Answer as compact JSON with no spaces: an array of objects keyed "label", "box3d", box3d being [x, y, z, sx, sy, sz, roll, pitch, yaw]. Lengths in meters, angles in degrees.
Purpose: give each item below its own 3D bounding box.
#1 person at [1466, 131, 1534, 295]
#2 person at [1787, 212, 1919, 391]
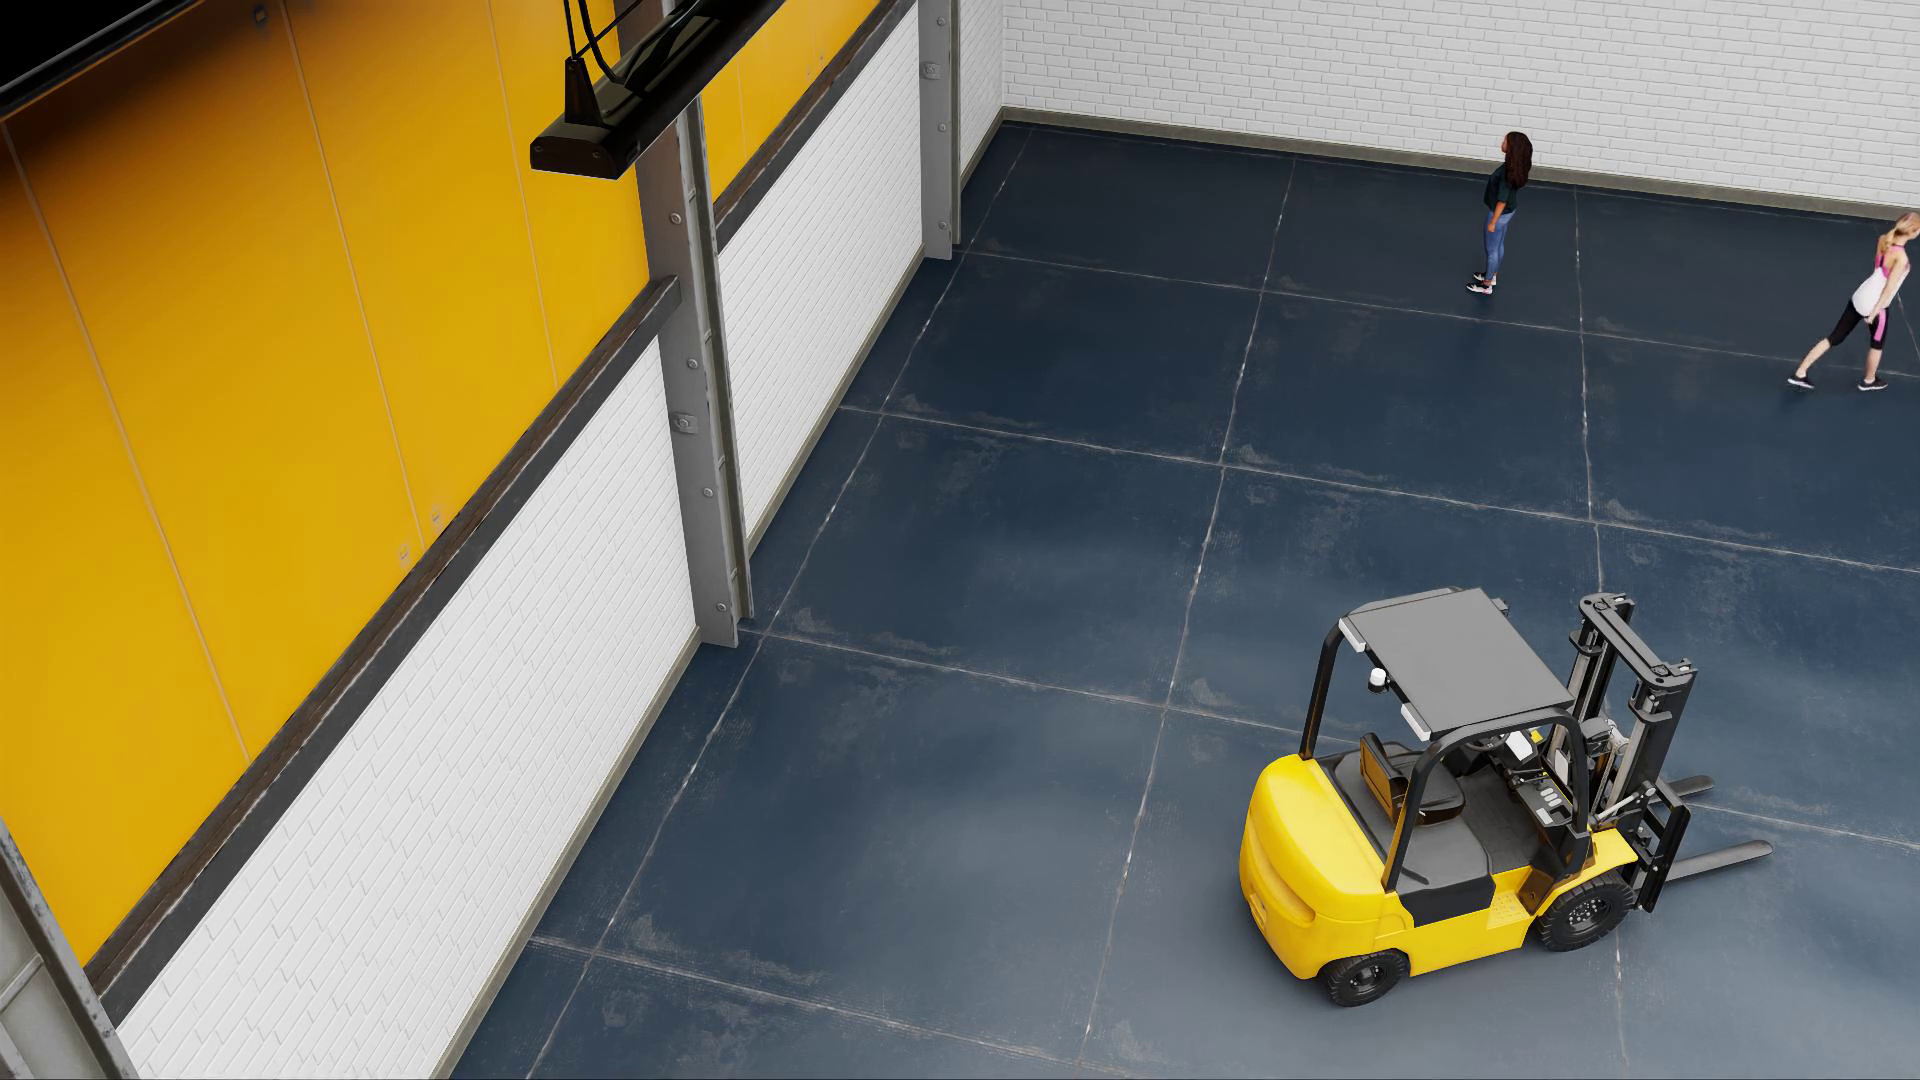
[{"label":"person","box3d":[5.151,-3.122,15.835,0.729,1.617,0.622,21,43,24]},{"label":"person","box3d":[7.733,-2.012,14.343,0.981,1.744,1.164,-5,39,-7]}]
